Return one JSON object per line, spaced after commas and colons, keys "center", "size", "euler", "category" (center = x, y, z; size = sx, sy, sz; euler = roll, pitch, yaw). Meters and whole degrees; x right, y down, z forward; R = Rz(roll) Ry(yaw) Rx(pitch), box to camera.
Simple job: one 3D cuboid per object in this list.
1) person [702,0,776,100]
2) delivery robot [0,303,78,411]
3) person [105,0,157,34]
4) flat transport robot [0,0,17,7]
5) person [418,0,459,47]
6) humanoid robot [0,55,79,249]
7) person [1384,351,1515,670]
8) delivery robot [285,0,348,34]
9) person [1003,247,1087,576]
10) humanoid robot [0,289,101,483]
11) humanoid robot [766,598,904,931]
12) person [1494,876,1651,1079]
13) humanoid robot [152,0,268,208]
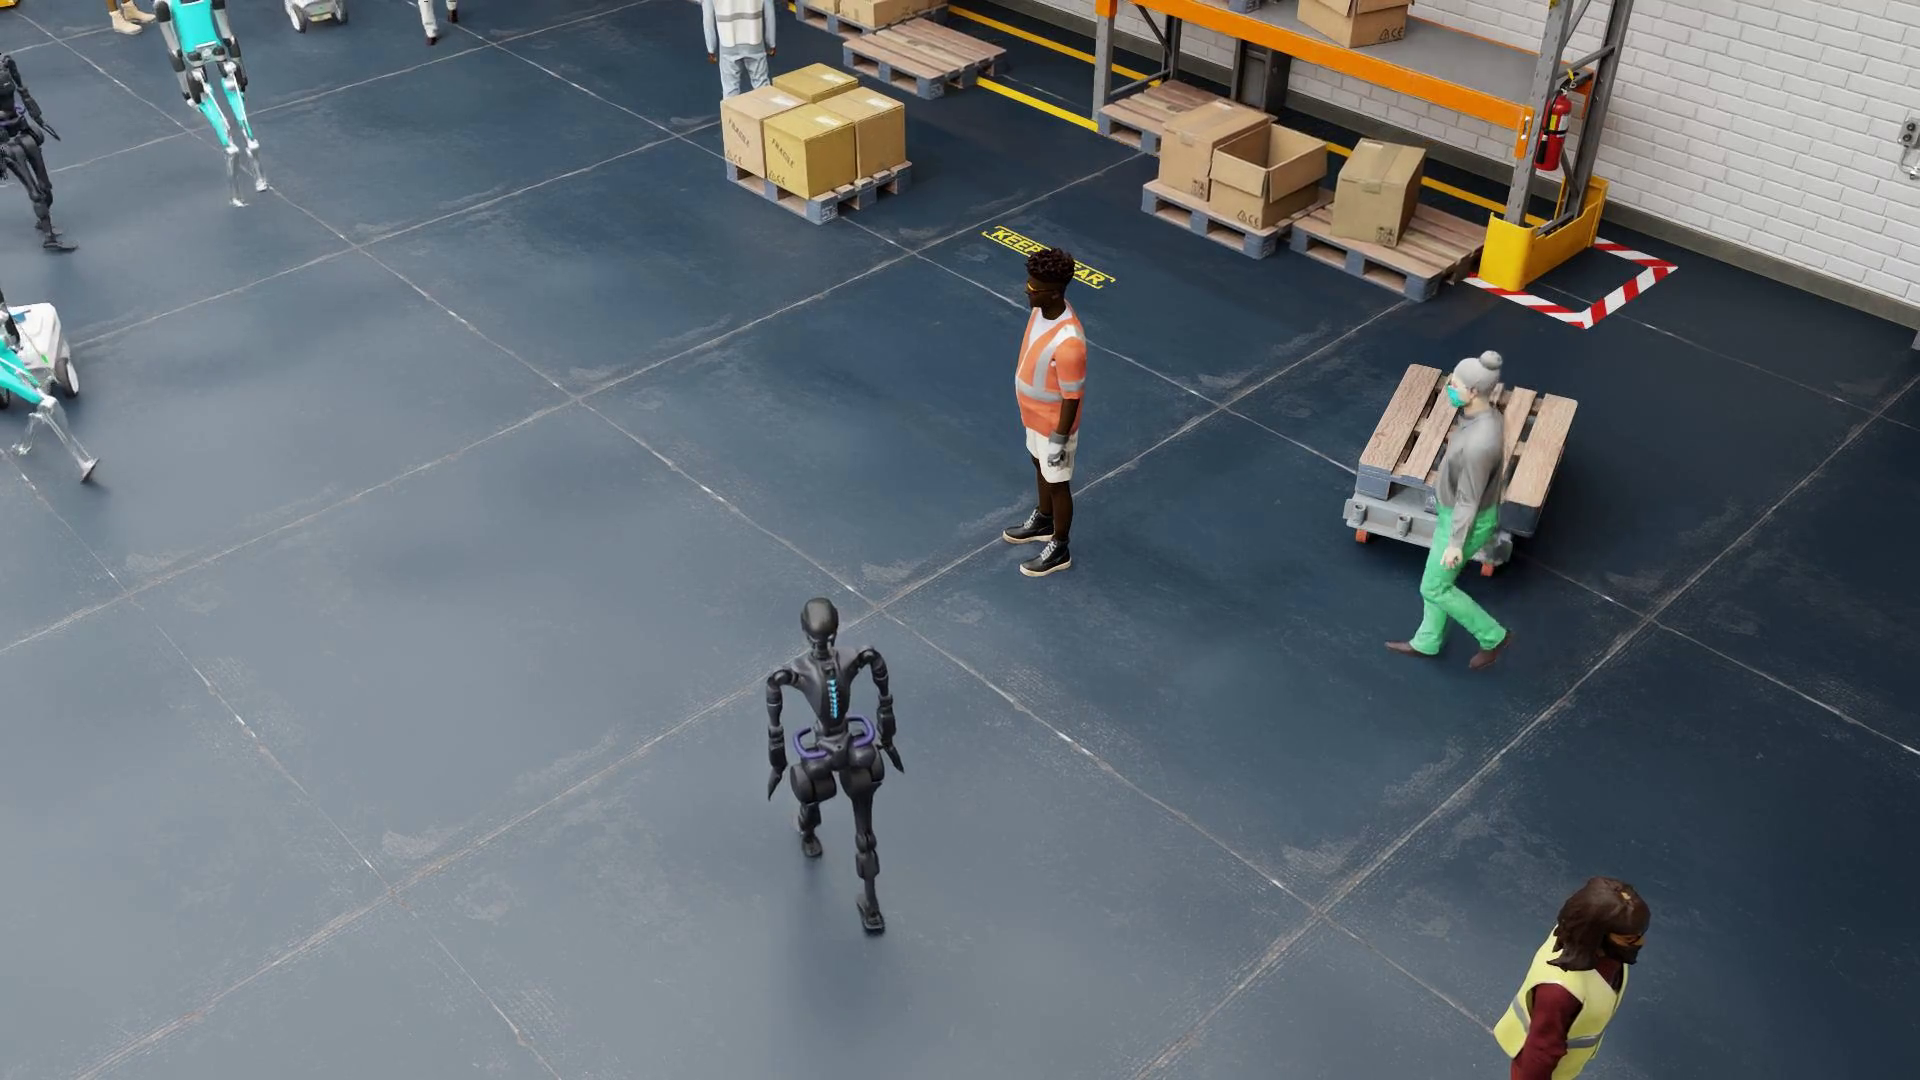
{"center": [-1.780, -4.056, 13.548], "size": [0.593, 1.909, 0.383], "euler": [-8, 38, -11], "category": "person"}
{"center": [-6.117, -1.226, 10.934], "size": [0.499, 0.613, 0.811], "euler": [-12, 39, -15], "category": "delivery robot"}
{"center": [-8.157, -5.903, 15.881], "size": [0.391, 2.040, 0.607], "euler": [5, 37, 6], "category": "person"}
{"center": [-10.331, -5.543, 16.872], "size": [1.431, 0.231, 0.659], "euler": [-10, 38, -12], "category": "flat transport robot"}
{"center": [-5.062, -5.683, 15.835], "size": [0.552, 1.761, 0.841], "euler": [-4, 37, -5], "category": "person"}
{"center": [-6.924, -2.989, 12.338], "size": [0.539, 1.648, 0.619], "euler": [8, 38, 11], "category": "humanoid robot"}
{"center": [2.595, -0.114, 8.399], "size": [0.554, 1.827, 0.537], "euler": [10, 38, 14], "category": "person"}
{"center": [-6.411, -5.350, 16.388], "size": [0.499, 0.606, 0.794], "euler": [-24, 43, -28], "category": "delivery robot"}
{"center": [0.475, -0.692, 9.043], "size": [0.368, 1.965, 0.601], "euler": [-9, 38, -11], "category": "person"}
{"center": [-5.574, -1.106, 9.832], "size": [1.025, 1.783, 0.537], "euler": [11, 38, 14], "category": "humanoid robot"}
{"center": [-0.550, 0.911, 7.195], "size": [0.612, 1.622, 0.776], "euler": [-12, 39, -16], "category": "humanoid robot"}
{"center": [2.083, 1.810, 5.892], "size": [0.358, 1.767, 0.477], "euler": [26, 44, 30], "category": "person"}
{"center": [-5.703, -3.463, 12.913], "size": [0.530, 1.787, 0.798], "euler": [-29, 46, -33], "category": "humanoid robot"}
